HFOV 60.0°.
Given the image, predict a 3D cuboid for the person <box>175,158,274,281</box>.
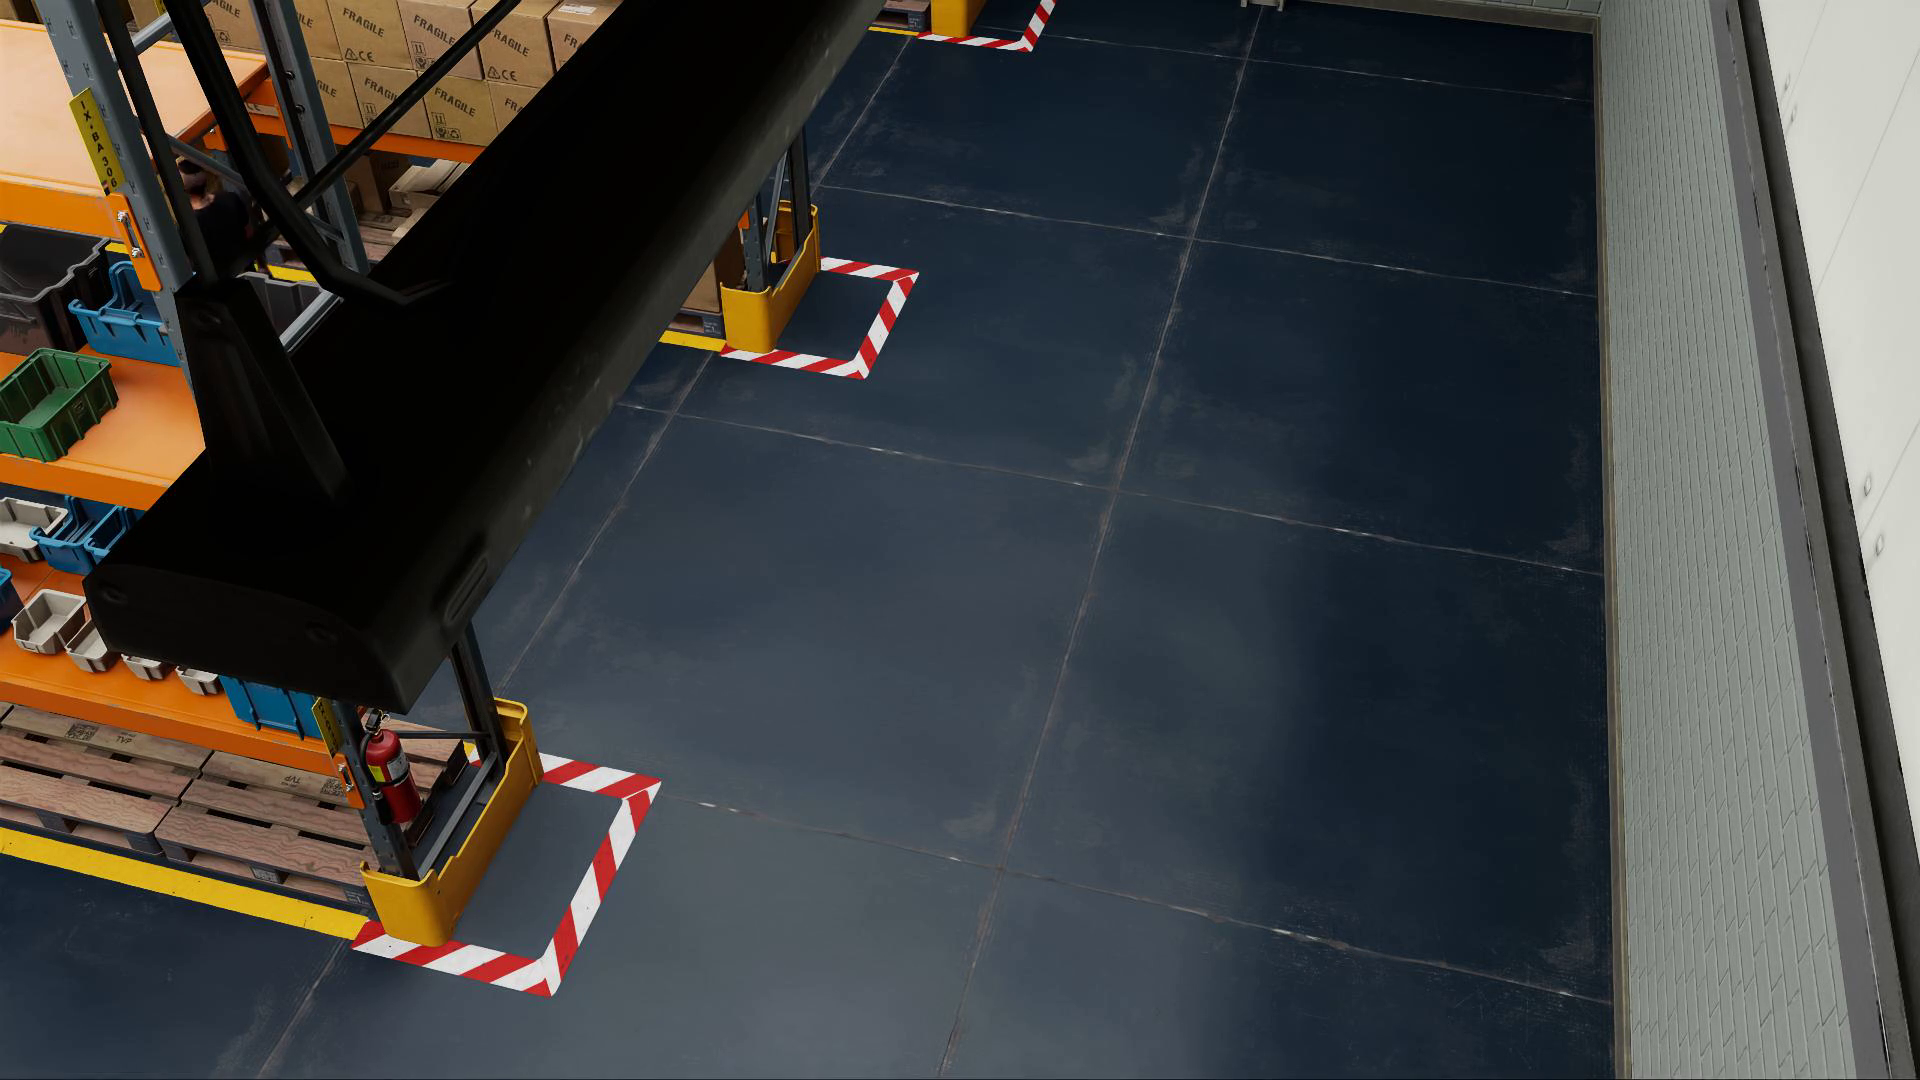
[{"bbox_3d":[-4.563,-1.607,10.544,0.794,1.852,0.775,18,46,19],"label":"person"}]
